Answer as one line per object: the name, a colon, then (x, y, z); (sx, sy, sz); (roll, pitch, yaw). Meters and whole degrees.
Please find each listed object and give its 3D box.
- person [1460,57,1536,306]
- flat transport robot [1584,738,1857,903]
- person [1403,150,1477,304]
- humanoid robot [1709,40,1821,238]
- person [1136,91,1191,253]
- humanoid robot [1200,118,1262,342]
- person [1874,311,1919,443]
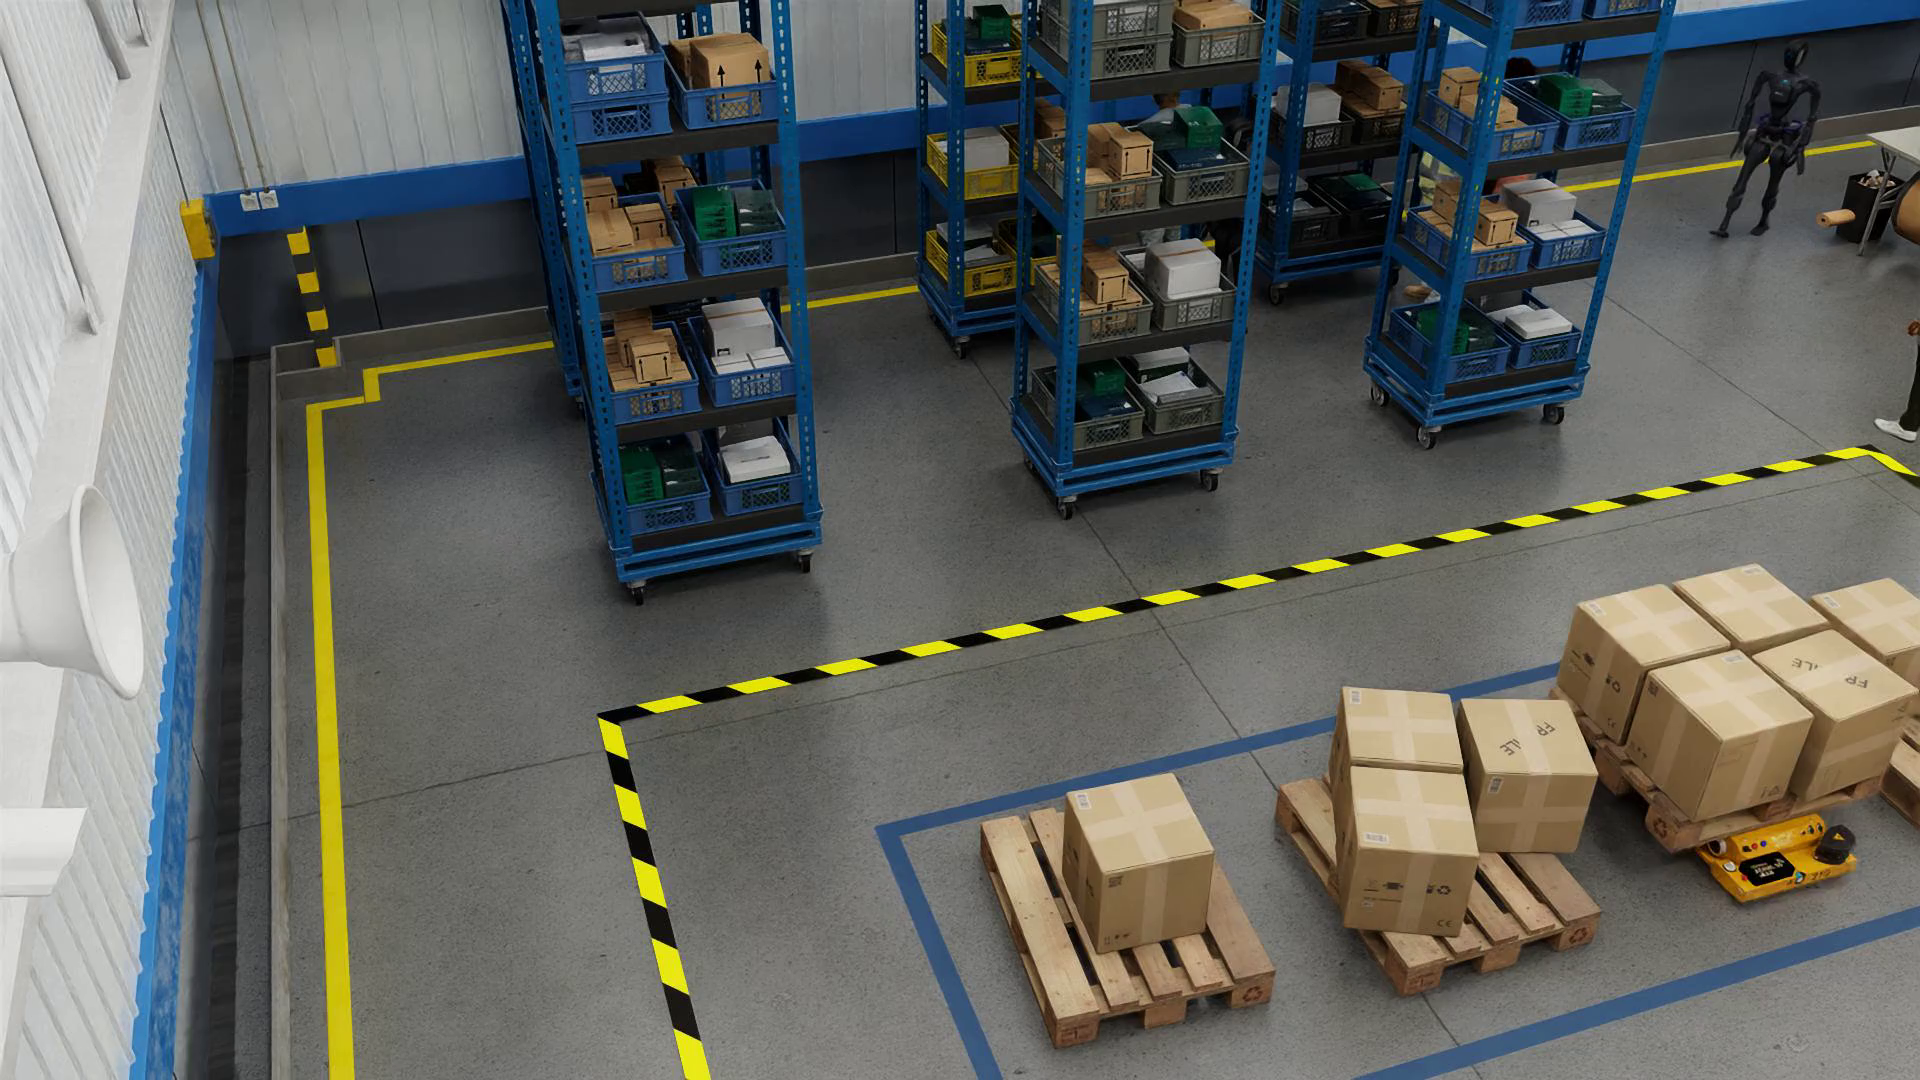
person: (3.959, -2.575, 12.237); (0.368, 1.964, 0.602); (23, 41, 28)
flat transport robot: (3.731, 1.176, 8.364); (0.652, 0.197, 1.431); (-11, 37, -15)
person: (3.580, -2.537, 12.291); (0.430, 1.839, 0.625); (7, 36, 10)
humanoid robot: (6.514, -3.173, 13.352); (0.600, 1.638, 0.716); (29, 45, 35)
person: (1.471, -2.509, 12.166); (0.630, 1.939, 0.372); (-26, 43, -32)
humanoid robot: (1.970, -2.242, 11.998); (0.315, 1.657, 0.599); (-17, 39, -23)
person: (6.443, -1.498, 10.807); (0.589, 1.850, 0.395); (-10, 36, -13)
